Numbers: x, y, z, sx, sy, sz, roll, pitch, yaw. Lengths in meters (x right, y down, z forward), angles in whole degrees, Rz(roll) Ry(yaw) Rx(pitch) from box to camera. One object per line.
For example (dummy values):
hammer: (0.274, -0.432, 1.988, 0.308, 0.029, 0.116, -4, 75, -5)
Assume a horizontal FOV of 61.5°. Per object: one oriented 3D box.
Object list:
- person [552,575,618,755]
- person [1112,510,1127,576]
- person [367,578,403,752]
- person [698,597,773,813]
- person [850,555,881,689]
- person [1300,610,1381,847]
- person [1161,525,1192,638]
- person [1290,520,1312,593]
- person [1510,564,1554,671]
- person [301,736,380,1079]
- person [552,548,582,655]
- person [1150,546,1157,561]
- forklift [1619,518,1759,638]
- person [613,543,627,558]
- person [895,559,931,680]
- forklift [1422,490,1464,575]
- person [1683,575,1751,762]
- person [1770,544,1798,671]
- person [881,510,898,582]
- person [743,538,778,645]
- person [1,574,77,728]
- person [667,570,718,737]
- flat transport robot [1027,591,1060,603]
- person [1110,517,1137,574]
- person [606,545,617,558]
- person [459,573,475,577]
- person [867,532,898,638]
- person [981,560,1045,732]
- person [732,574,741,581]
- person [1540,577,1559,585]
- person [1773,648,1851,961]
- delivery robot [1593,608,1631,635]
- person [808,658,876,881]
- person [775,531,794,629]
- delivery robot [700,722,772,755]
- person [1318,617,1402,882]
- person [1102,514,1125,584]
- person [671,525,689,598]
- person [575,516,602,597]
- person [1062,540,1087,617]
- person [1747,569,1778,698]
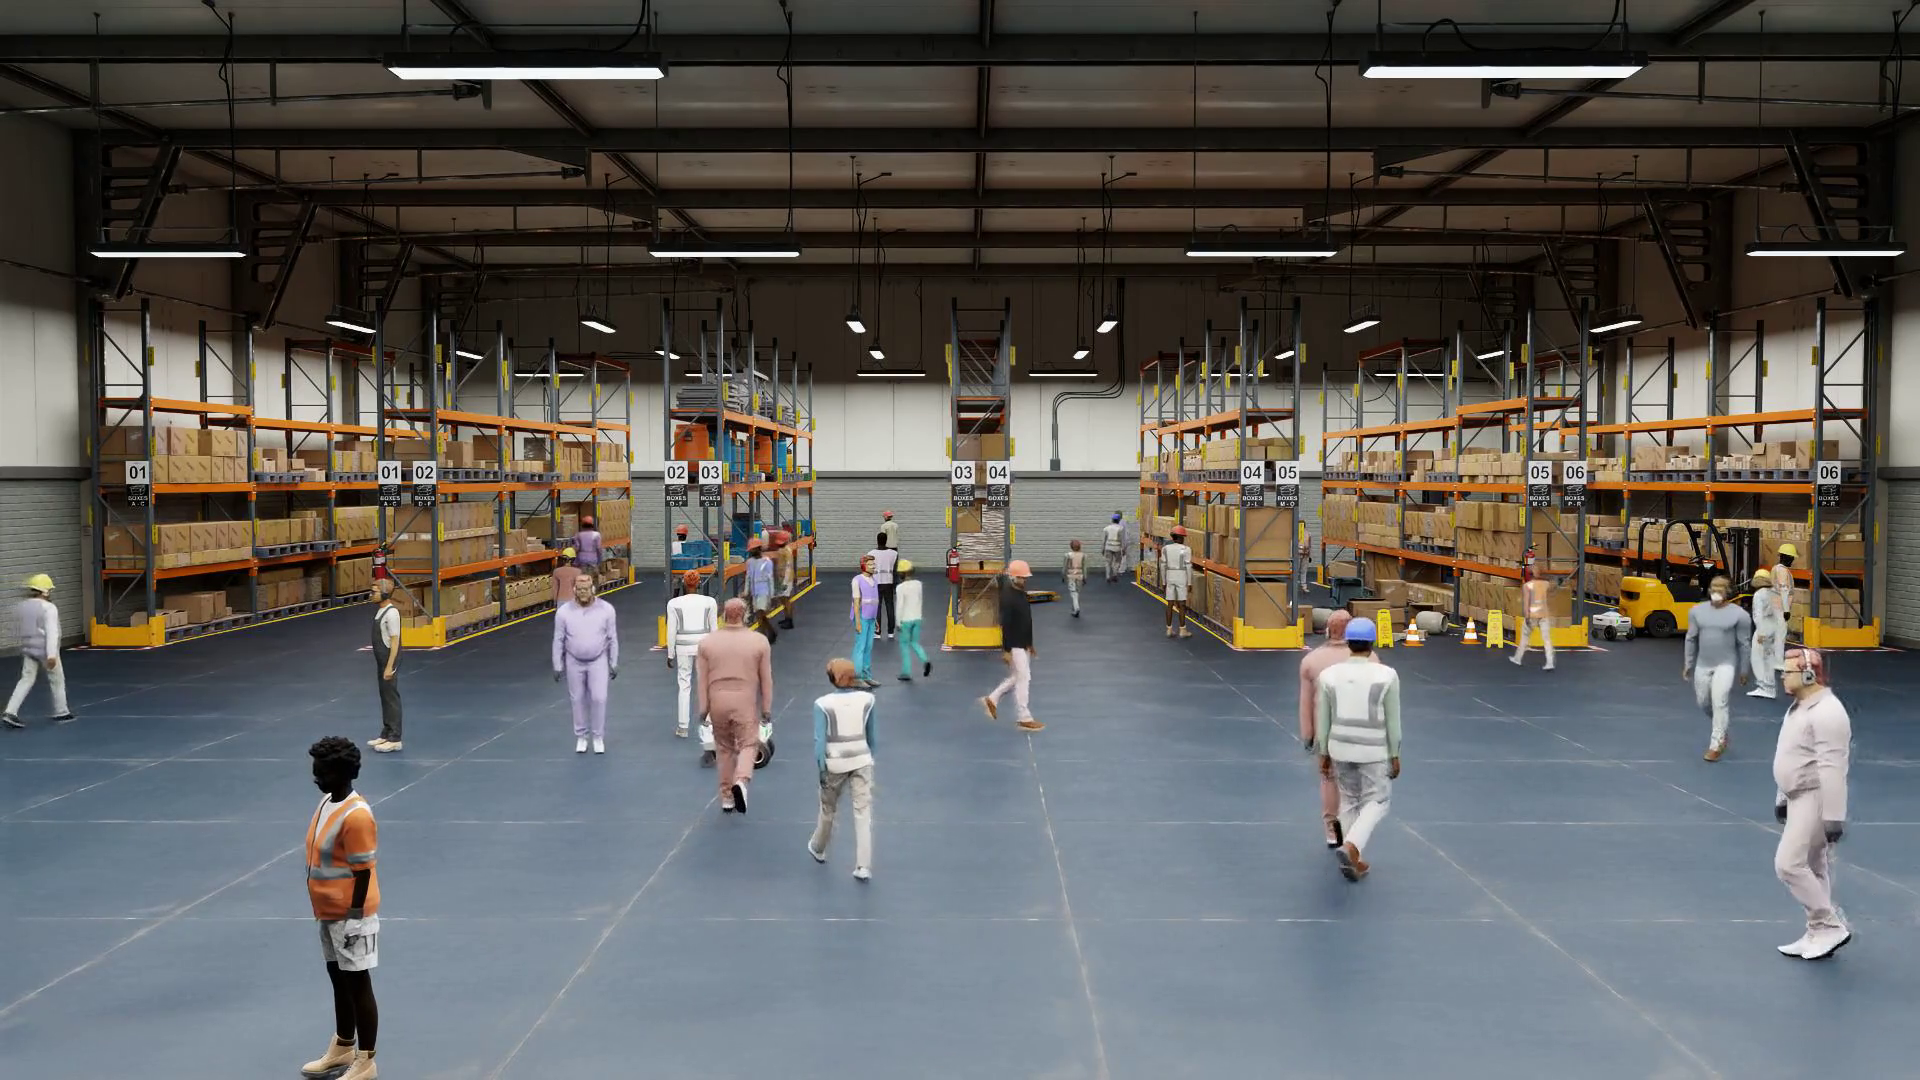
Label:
person: (-3.958, 1.319, 17.031, 0.683, 1.882, 0.708, 0, 2, -11)
person: (4.693, 0.089, 47.496, 0.371, 1.934, 0.627, 1, 3, 26)
person: (-6.157, 1.331, 17.308, 0.343, 1.847, 0.506, -1, 3, -32)
person: (-1.963, 1.445, 14.012, 0.657, 1.888, 0.693, 0, 2, 1)
person: (-1.322, 1.125, 22.448, 0.389, 1.847, 0.563, 1, 2, 24)
person: (2.971, 1.493, 12.632, 0.650, 1.890, 0.684, 1, 3, 26)
person: (3.959, 0.754, 29.411, 0.609, 2.040, 0.395, 2, 3, 36)
person: (8.545, 0.413, 40.480, 0.625, 1.844, 0.429, -1, 2, -18)
person: (8.746, 1.169, 24.552, 0.517, 1.591, 0.874, -1, 2, -13)
person: (-2.981, 1.784, 7.789, 0.319, 1.693, 0.532, -2, 3, -40)
person: (-6.392, 1.010, 26.383, 0.534, 1.767, 0.313, 0, 2, 12)
person: (5.845, 0.184, 46.627, 0.648, 1.804, 0.874, 1, 3, 31)
forklift: (13.417, 0.684, 29.791, 2.313, 2.155, 1.214, 0, 2, 0)
person: (-9.441, 0.201, 45.004, 0.651, 1.904, 0.650, 1, 2, 20)
person: (-0.693, 1.147, 23.119, 0.540, 1.743, 0.483, -2, 3, -45)
forklift: (13.926, -0.371, 47.846, 1.873, 2.768, 1.129, 0, 2, 0)
person: (7.951, 1.316, 16.898, 0.818, 1.915, 0.634, -2, 3, -41)
person: (12.445, 1.014, 24.402, 0.381, 1.917, 0.586, 1, 2, 15)
person: (-1.976, 0.171, 44.799, 0.621, 1.986, 0.407, -2, 3, -43)
person: (-3.388, 0.898, 27.773, 0.542, 1.892, 0.904, 2, 3, 36)
person: (-10.826, 1.292, 18.913, 0.602, 1.799, 0.902, 1, 2, 19)
person: (-3.020, 1.276, 18.245, 0.572, 1.883, 0.356, -1, 2, -16)
flat transport robot: (1.665, 1.317, 37.701, 0.652, 0.197, 1.431, 2, 3, 39)
person: (4.880, 0.149, 48.275, 0.953, 1.759, 0.594, 0, 2, -10)
person: (-10.309, 0.154, 47.783, 0.405, 1.786, 0.671, 0, 2, 7)
person: (-10.930, 0.608, 35.555, 0.527, 1.845, 0.796, 0, 2, 1)
person: (-1.404, 0.819, 29.286, 0.589, 1.920, 0.392, -1, 2, -17)
person: (0.615, 1.209, 18.719, 0.760, 1.976, 0.623, 1, 2, 21)
person: (-5.986, 0.181, 45.124, 0.955, 1.945, 0.634, 0, 2, 3)
person: (12.573, 0.614, 34.413, 0.551, 1.923, 0.398, 1, 2, 13)
person: (5.138, 1.604, 9.810, 0.431, 1.890, 0.679, 1, 2, 14)
delivery robot: (11.747, 1.473, 29.102, 0.477, 0.478, 0.707, -1, 2, -16)
person: (-0.865, 1.670, 11.966, 0.518, 1.589, 0.879, -1, 2, -23)
person: (-3.397, 0.764, 31.102, 0.487, 1.885, 0.706, -1, 2, -23)
delivery robot: (-2.279, 1.977, 16.415, 0.707, 0.478, 0.477, 0, 2, -1)
person: (2.847, 1.516, 11.592, 0.615, 1.925, 0.649, 2, 3, 37)
person: (4.187, 0.242, 43.922, 0.714, 1.898, 0.695, 1, 3, 28)
person: (-5.679, 0.662, 32.982, 0.542, 1.939, 0.365, 1, 2, 24)
person: (-8.446, 0.465, 36.799, 0.635, 2.029, 0.524, 0, 2, 1)
person: (2.407, 0.796, 33.632, 0.524, 1.613, 0.764, -1, 2, -20)
person: (10.660, 1.236, 21.429, 0.564, 1.698, 0.431, -2, 3, -38)
